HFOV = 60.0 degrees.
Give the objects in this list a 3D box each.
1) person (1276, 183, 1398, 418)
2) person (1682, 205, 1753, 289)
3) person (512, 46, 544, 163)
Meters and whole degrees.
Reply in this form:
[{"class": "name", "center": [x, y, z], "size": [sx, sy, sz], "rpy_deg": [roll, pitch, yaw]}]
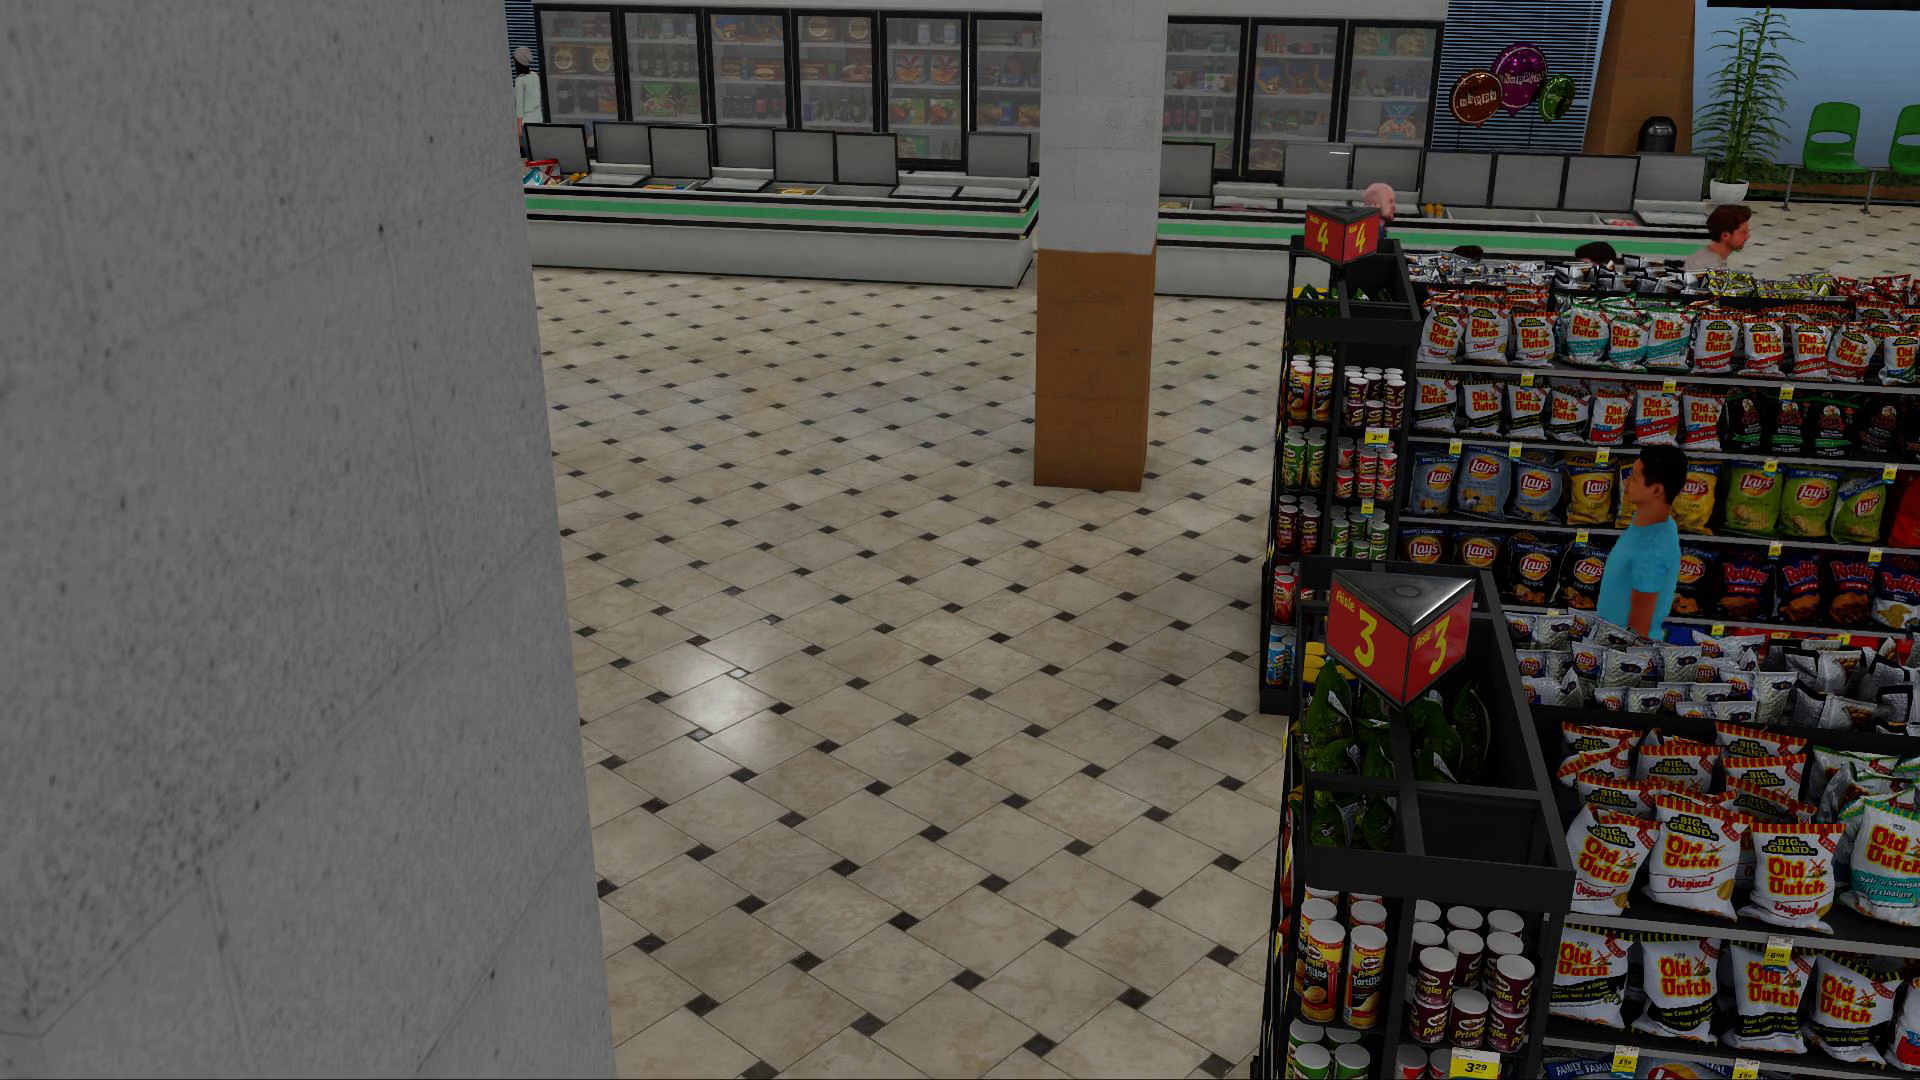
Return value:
[{"class": "person", "center": [2.595, -1.454, 11.103], "size": [1.241, 1.790, 0.902], "rpy_deg": [11, 26, 23]}, {"class": "person", "center": [4.414, -1.140, 10.304], "size": [1.172, 1.855, 0.818], "rpy_deg": [8, 25, 18]}, {"class": "person", "center": [-4.850, -4.730, 18.767], "size": [0.548, 1.647, 0.592], "rpy_deg": [8, 25, 19]}]
